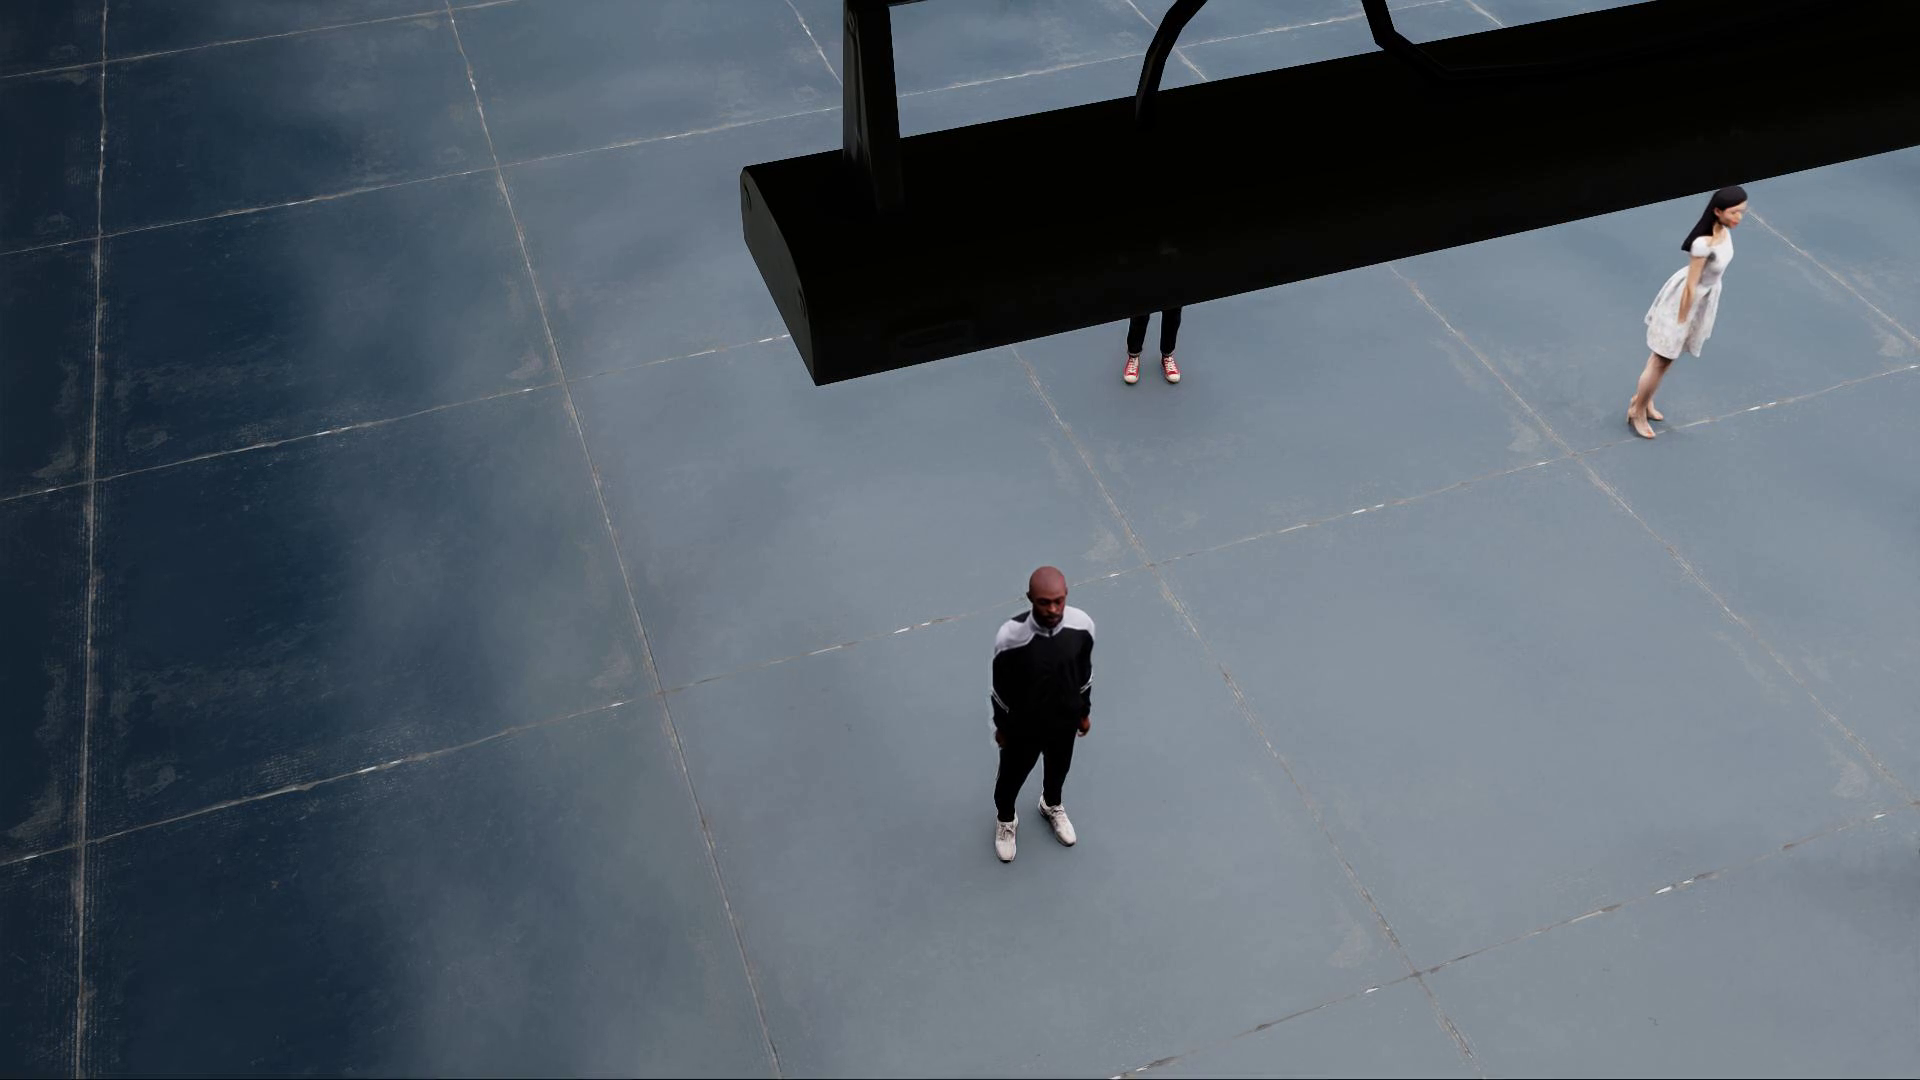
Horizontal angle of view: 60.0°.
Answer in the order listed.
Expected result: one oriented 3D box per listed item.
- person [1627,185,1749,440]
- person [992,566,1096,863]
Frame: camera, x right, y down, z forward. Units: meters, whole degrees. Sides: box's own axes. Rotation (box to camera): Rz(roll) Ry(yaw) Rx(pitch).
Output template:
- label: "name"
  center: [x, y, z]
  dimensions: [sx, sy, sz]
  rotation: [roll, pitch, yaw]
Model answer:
- label: "person"
  center: [4.532, -1.425, 10.379]
  dimensions: [0.816, 1.773, 0.776]
  rotation: [26, 49, 25]
- label: "person"
  center: [0.383, 0.802, 7.954]
  dimensions: [0.663, 1.827, 0.563]
  rotation: [-10, 44, -11]
